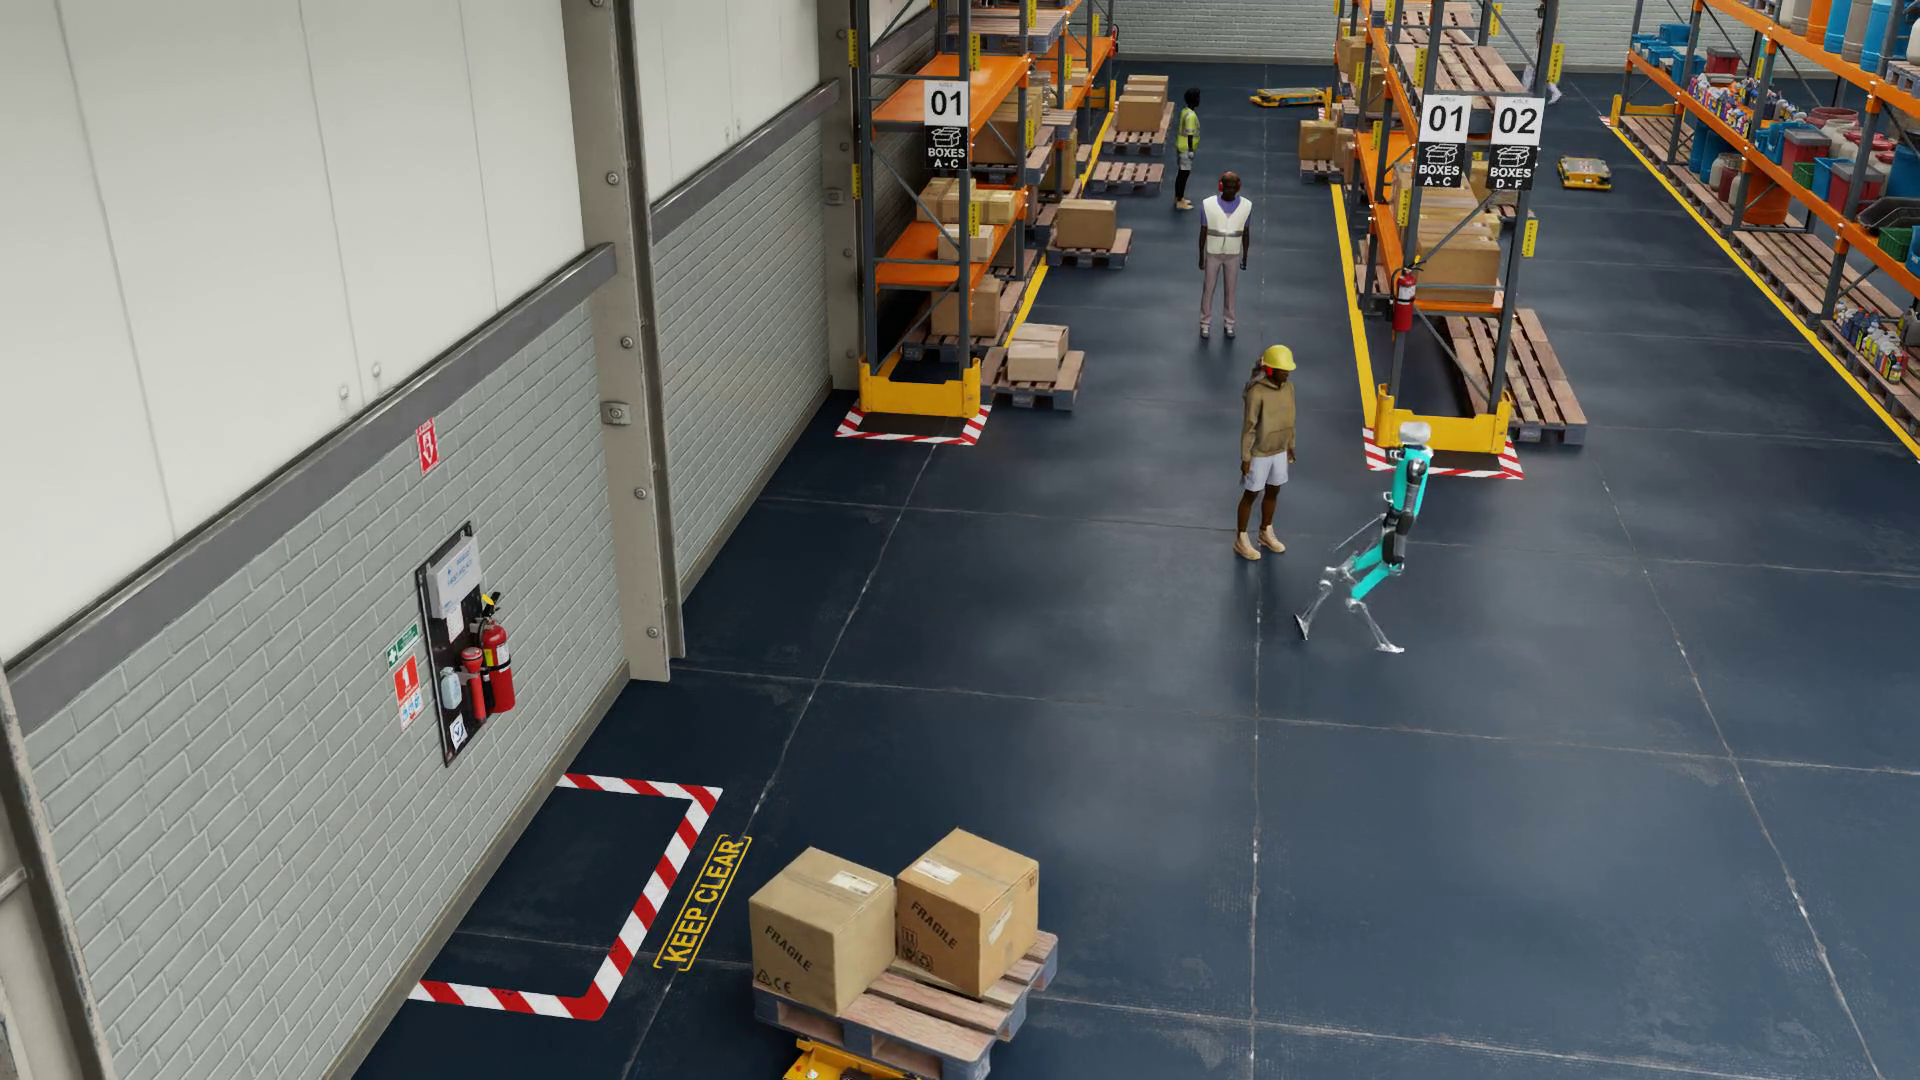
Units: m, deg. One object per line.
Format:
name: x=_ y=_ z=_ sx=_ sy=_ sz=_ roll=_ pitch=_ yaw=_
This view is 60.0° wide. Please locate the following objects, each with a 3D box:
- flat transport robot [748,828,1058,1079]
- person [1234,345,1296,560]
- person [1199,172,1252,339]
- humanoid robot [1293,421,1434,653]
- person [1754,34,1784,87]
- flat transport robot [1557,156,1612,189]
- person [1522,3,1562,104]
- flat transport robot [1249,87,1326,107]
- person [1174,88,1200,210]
flat transport robot: x=-0.241 y=2.337 z=8.356 sx=0.659 sy=0.231 sz=1.431 roll=12 pitch=28 yaw=24
person: x=2.415 y=-0.713 z=13.128 sx=0.550 sy=1.756 sz=0.412 roll=-15 pitch=29 yaw=-29
person: x=2.878 y=-3.118 z=18.182 sx=0.559 sy=1.839 sz=0.388 roll=-1 pitch=25 yaw=-2
humanoid robot: x=2.766 y=0.001 z=11.664 sx=0.917 sy=1.789 sz=0.544 roll=5 pitch=25 yaw=10
person: x=15.852 y=-9.764 z=32.487 sx=0.315 sy=1.766 sz=0.533 roll=-18 pitch=31 yaw=-34
flat transport robot: x=9.502 y=-5.591 z=25.325 sx=0.659 sy=0.231 sz=1.431 roll=6 pitch=26 yaw=13
person: x=10.751 y=-8.972 z=30.718 sx=0.871 sy=1.831 sz=0.519 roll=13 pitch=28 yaw=25
flat transport robot: x=6.198 y=-8.271 z=31.061 sx=1.431 sy=0.231 sz=0.659 roll=-7 pitch=26 yaw=-14
person: x=3.219 y=-5.534 z=23.521 sx=0.320 sy=1.694 sz=0.532 roll=0 pitch=25 yaw=-1
